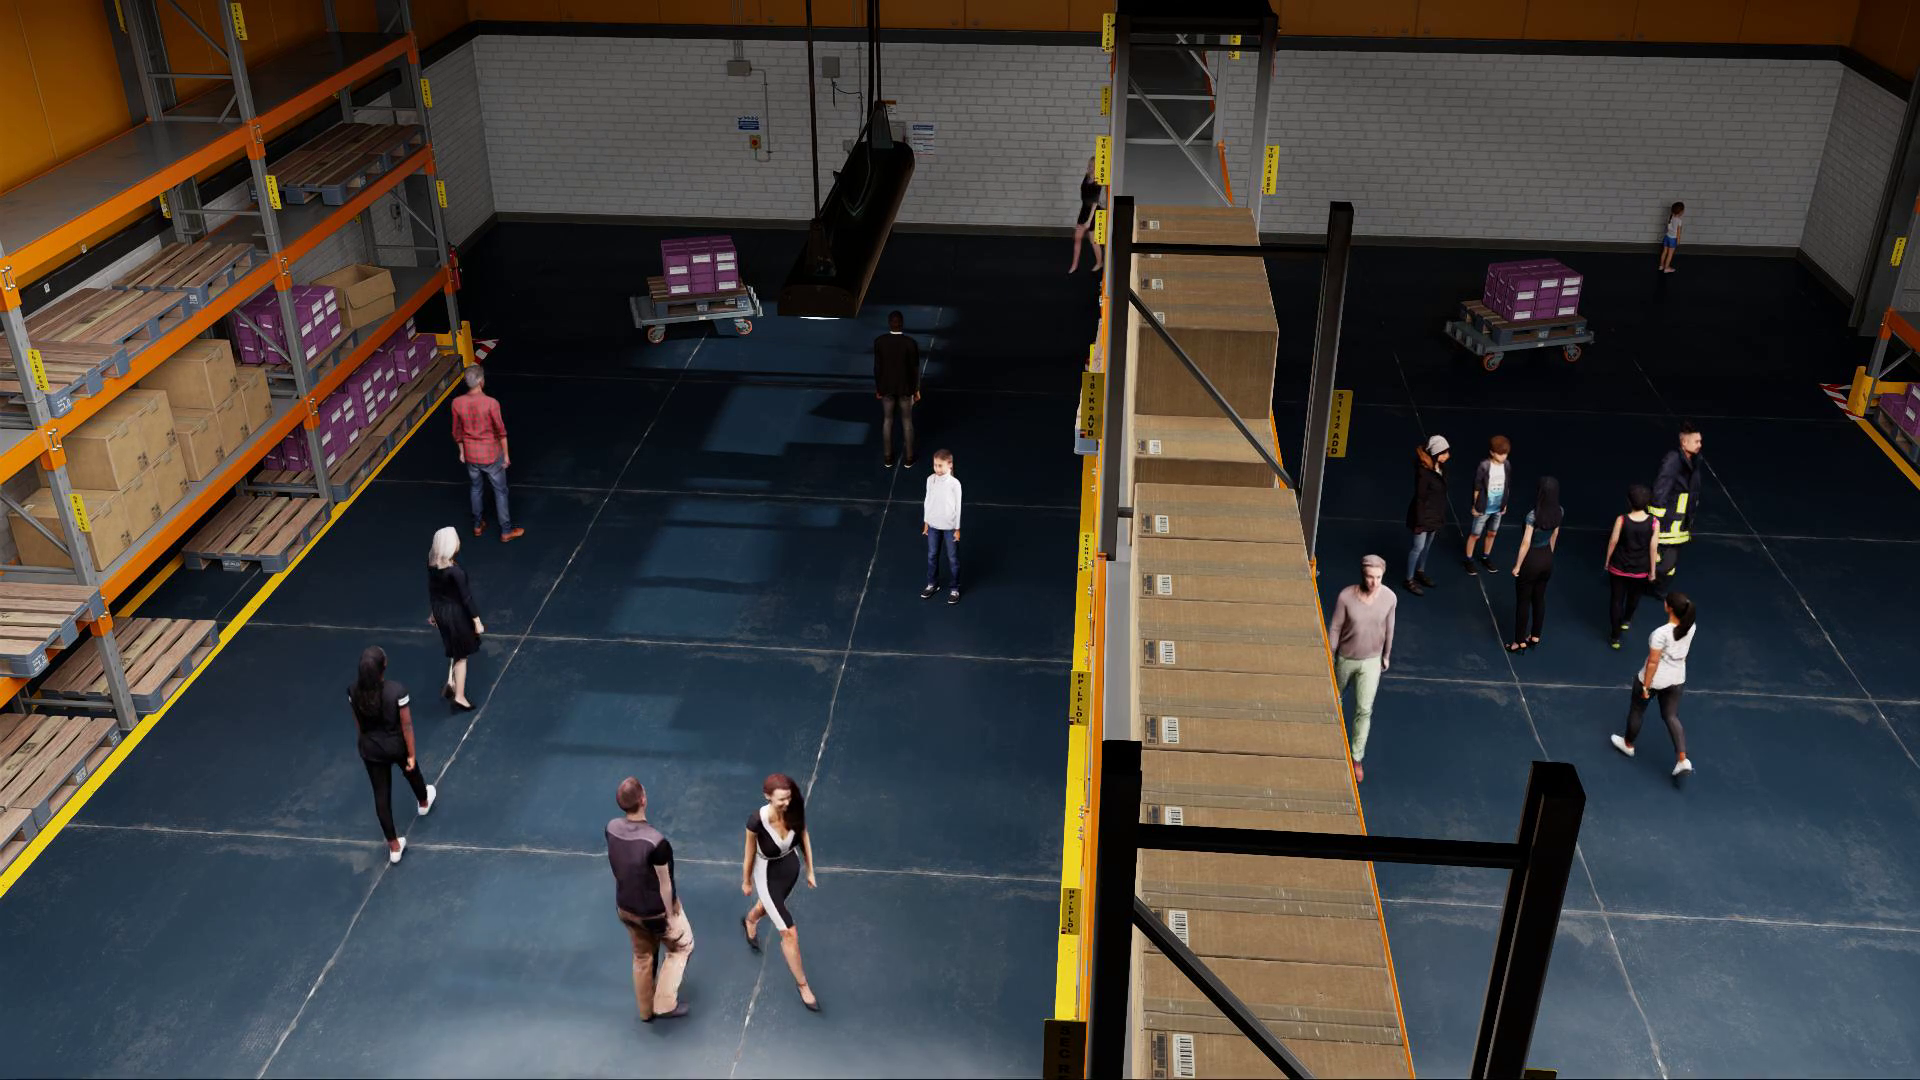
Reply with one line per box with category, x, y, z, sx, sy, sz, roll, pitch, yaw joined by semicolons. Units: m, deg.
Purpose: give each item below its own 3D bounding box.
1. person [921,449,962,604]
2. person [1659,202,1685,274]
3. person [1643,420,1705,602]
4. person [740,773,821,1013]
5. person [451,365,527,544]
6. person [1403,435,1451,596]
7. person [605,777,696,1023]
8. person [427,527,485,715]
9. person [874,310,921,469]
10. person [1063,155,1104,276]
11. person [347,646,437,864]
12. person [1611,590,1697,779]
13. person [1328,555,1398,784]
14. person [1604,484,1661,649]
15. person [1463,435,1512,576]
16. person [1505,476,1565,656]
person;-0.147;-0.152;15.586;0.591;1.557;0.592;11;31;20
person;10.212;-4.355;23.850;0.525;1.020;0.429;-7;29;-13
person;6.567;-0.287;15.529;0.947;1.848;1.006;-21;35;-33
person;-1.265;2.225;11.036;1.120;1.741;1.171;-23;36;-36
person;-4.772;-0.865;16.618;0.764;1.820;0.629;4;29;7
person;4.397;-0.261;15.706;0.790;1.633;0.711;22;36;35
person;-2.081;2.384;10.668;0.828;1.814;0.832;21;35;33
person;-4.273;0.712;13.821;0.800;1.731;0.862;23;36;35
person;-0.677;-1.640;18.060;0.666;1.800;0.572;5;29;8
person;1.886;-4.566;23.446;0.986;1.779;0.966;-8;30;-15
person;-4.236;1.602;12.222;0.718;1.698;1.073;-2;29;-4
person;5.611;1.144;13.142;0.823;1.623;1.086;-9;30;-16
person;3.177;0.902;13.339;0.683;1.858;1.224;3;29;6
person;5.986;0.264;14.855;0.664;1.527;0.877;7;29;13
person;5.116;-0.351;16.065;0.602;1.447;0.617;-8;30;-15
person;5.083;0.222;14.712;0.638;1.736;0.649;-13;31;-22
